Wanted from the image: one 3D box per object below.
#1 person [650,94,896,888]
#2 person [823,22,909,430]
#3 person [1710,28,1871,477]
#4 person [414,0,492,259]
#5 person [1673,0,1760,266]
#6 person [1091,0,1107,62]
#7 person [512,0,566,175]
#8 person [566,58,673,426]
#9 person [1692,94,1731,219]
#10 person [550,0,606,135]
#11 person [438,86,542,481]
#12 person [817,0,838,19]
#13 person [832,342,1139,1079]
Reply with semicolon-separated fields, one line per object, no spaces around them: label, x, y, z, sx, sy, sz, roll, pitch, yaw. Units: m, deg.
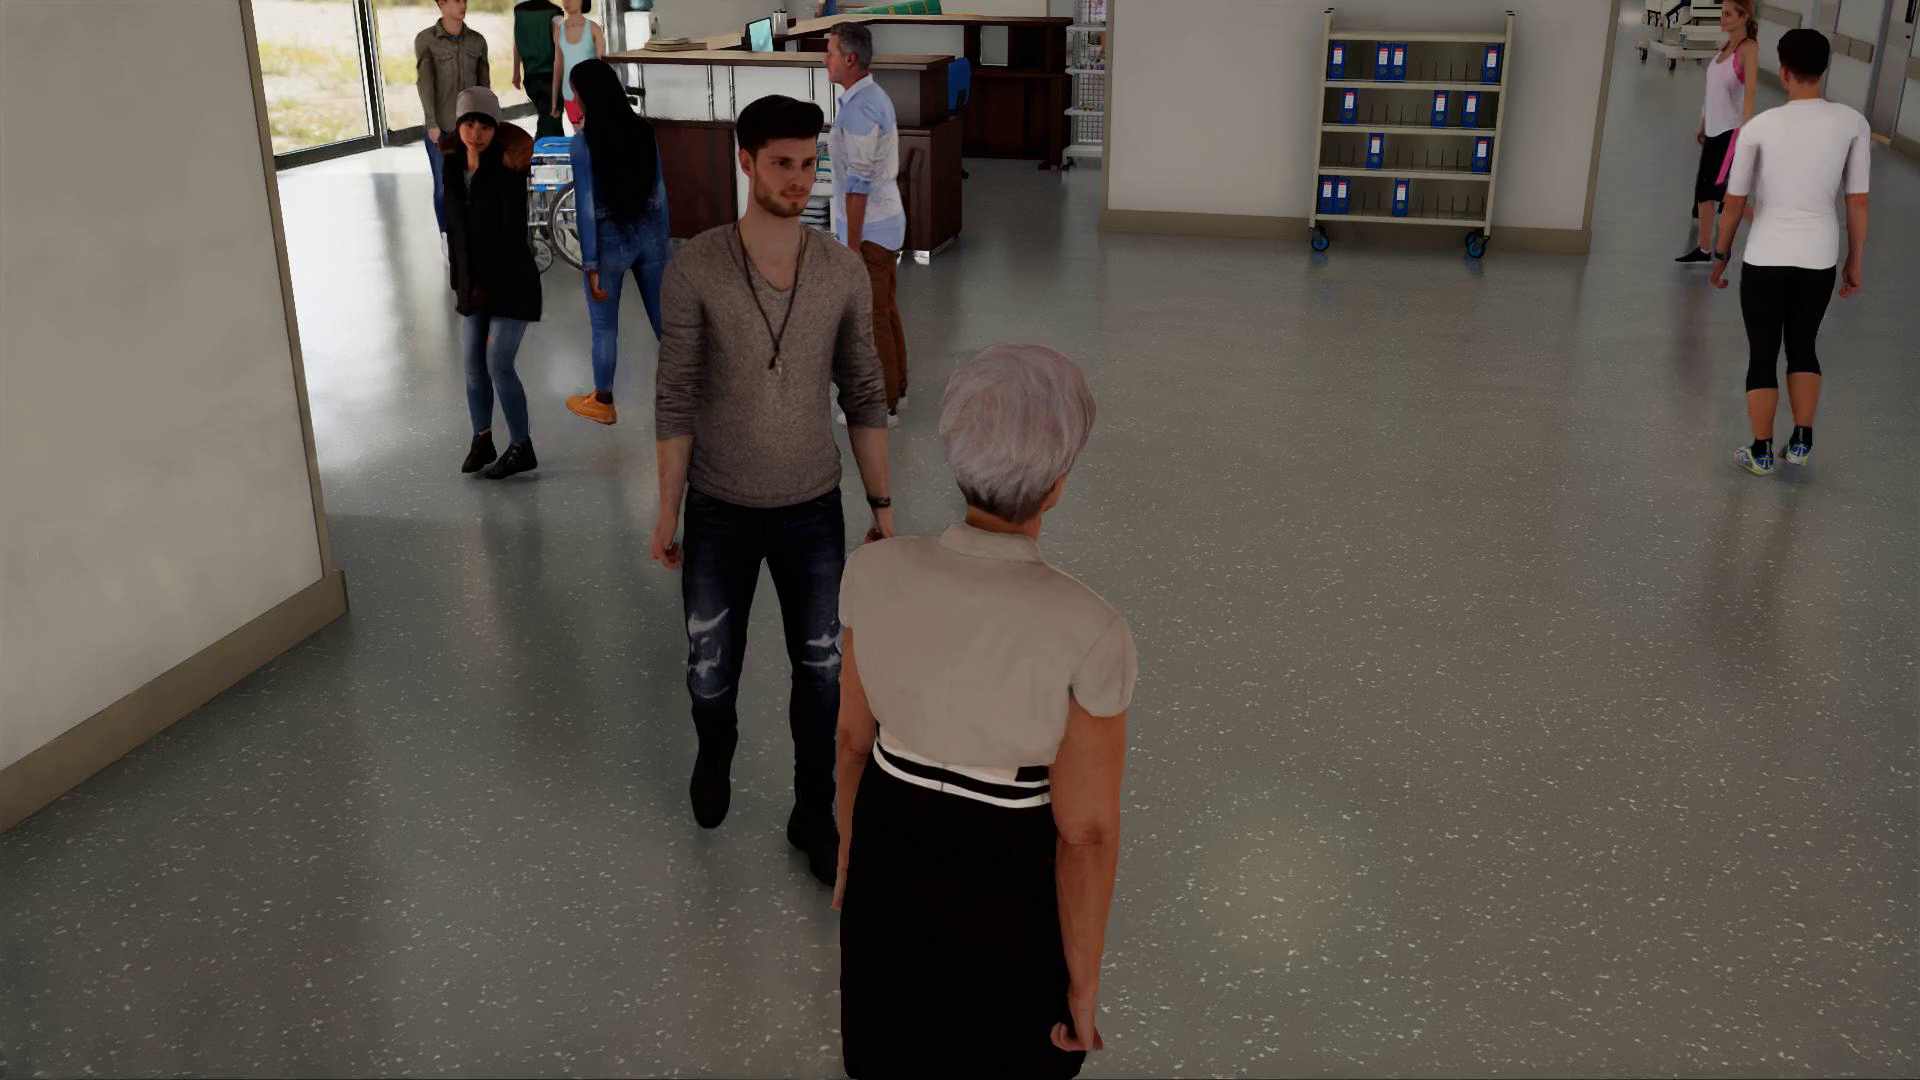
person;-0.488;-0.114;4.054;0.959;1.897;1.018;-7;22;-18
person;-0.406;-1.438;7.660;0.638;1.818;0.715;2;21;4
person;3.461;-1.153;6.885;0.508;1.833;0.770;9;22;21
person;-3.417;-2.739;11.101;1.175;1.814;1.284;-14;25;-32
person;5.170;-2.679;11.007;0.916;1.767;0.769;1;21;2
person;2.314;-8.532;26.428;0.878;1.790;0.888;11;23;26
person;-3.608;-3.945;14.313;1.115;1.793;0.805;8;22;20
person;-1.377;-1.164;7.158;1.130;1.660;1.280;-14;25;-32
person;5.826;-3.076;12.798;0.906;1.241;0.783;15;25;34
person;-2.927;-3.477;13.141;0.692;1.749;0.697;7;22;17
person;-1.894;-1.050;6.925;0.696;1.612;0.747;14;25;32
person;-2.081;-8.467;26.519;0.543;1.604;0.743;9;23;23
person;-0.038;0.604;2.397;0.982;1.727;0.829;8;22;20
